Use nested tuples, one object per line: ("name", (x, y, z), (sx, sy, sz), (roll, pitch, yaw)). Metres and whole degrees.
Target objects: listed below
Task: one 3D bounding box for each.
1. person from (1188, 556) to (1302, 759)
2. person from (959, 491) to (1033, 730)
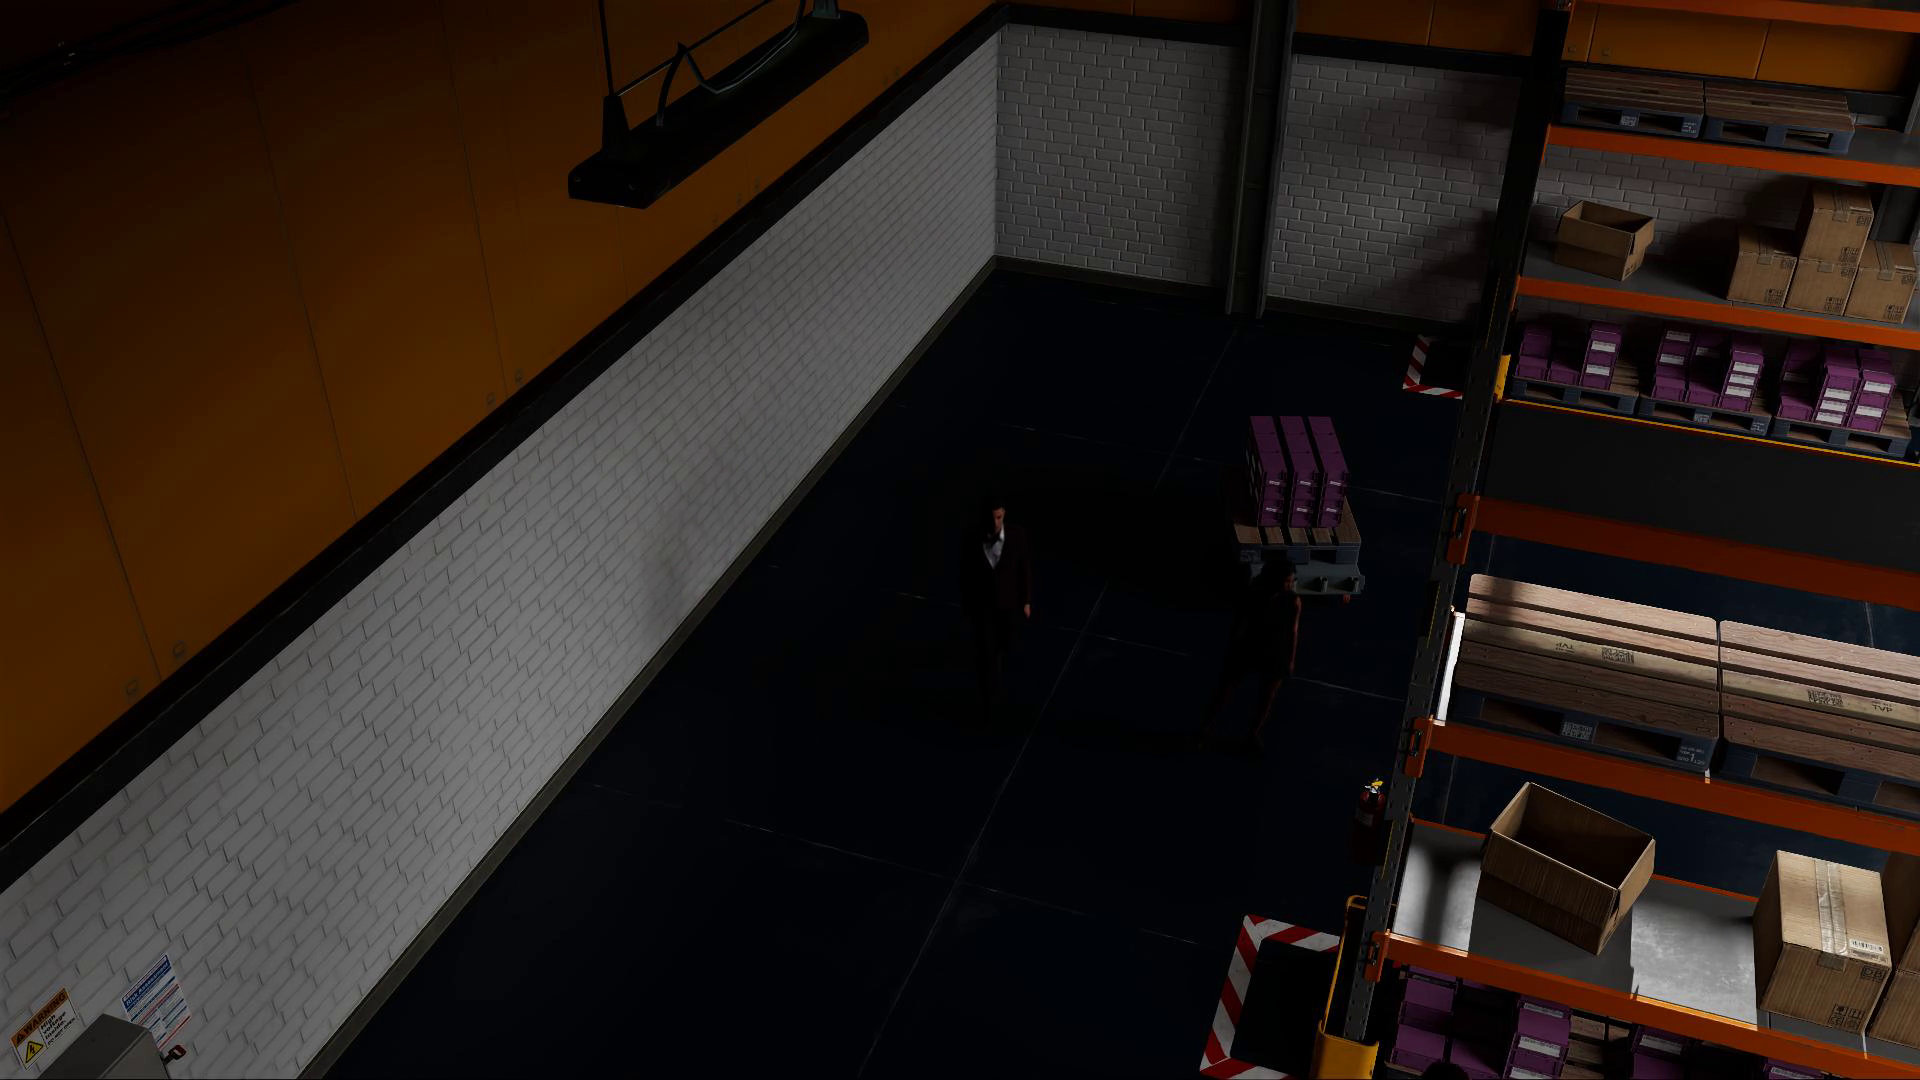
("person", (2.076, 0.829, 11.780), (0.620, 1.718, 0.942), (9, 35, 13))
("person", (0.254, 0.404, 12.306), (1.189, 1.844, 1.055), (-3, 34, -4))
